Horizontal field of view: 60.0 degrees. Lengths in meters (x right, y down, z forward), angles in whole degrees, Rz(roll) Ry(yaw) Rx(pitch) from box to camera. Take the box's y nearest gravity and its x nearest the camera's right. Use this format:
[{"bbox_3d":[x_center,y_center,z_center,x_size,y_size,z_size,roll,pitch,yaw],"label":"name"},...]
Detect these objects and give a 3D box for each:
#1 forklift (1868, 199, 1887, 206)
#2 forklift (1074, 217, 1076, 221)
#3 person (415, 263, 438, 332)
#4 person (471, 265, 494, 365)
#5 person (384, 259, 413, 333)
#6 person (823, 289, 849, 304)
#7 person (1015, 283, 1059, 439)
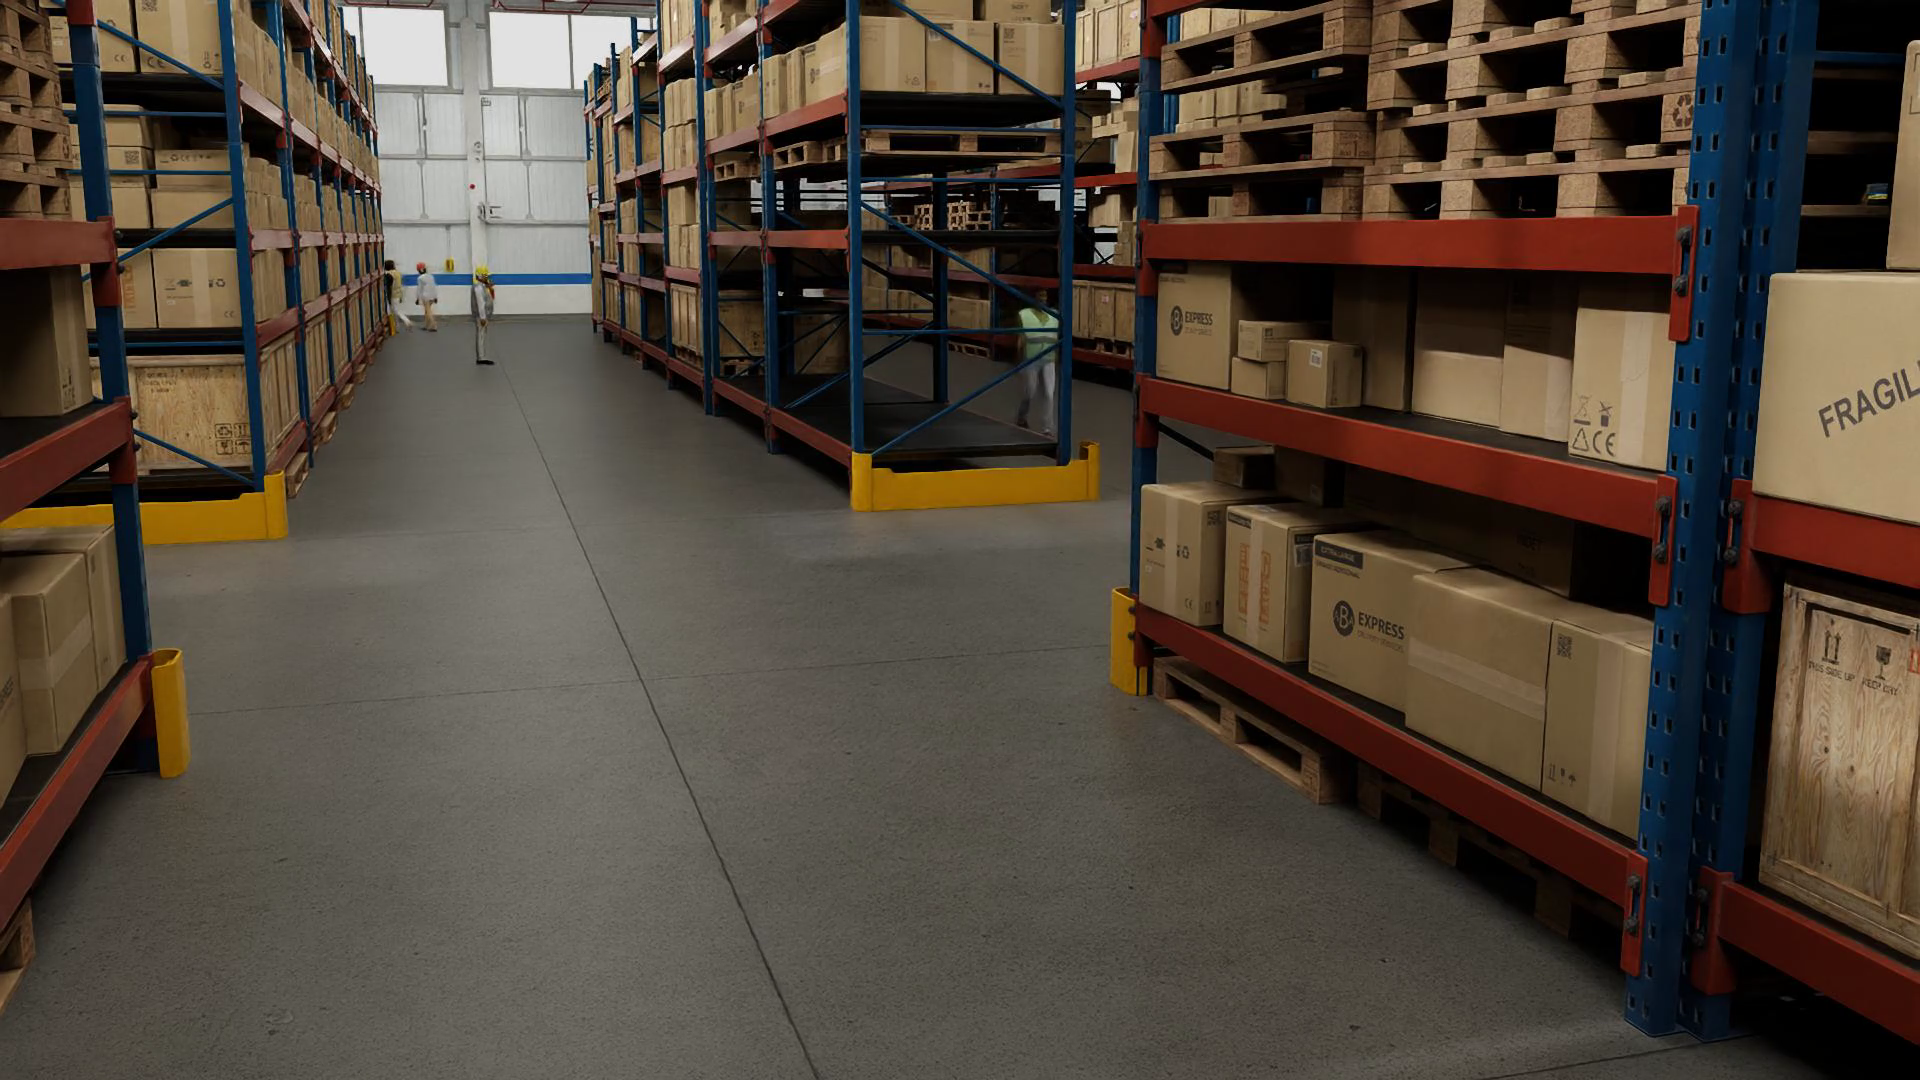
[{"bbox_3d":[11.338,-2.915,21.052,1.129,2.768,1.873,-3,11,-17],"label":"forklift"},{"bbox_3d":[2.307,-6.419,40.258,1.129,2.768,1.873,-3,11,-17],"label":"forklift"},{"bbox_3d":[-13.237,-5.992,41.147,0.812,1.696,0.631,4,11,22],"label":"person"},{"bbox_3d":[-8.778,-4.128,30.579,0.403,1.828,0.597,-4,11,-19],"label":"person"},{"bbox_3d":[-13.691,-5.922,40.469,0.672,1.816,0.644,1,10,3],"label":"person"},{"bbox_3d":[-2.559,-4.760,33.964,0.649,1.862,0.971,-5,12,-26],"label":"person"},{"bbox_3d":[0.901,-2.084,19.419,0.584,1.822,0.666,-3,11,-18],"label":"person"}]
